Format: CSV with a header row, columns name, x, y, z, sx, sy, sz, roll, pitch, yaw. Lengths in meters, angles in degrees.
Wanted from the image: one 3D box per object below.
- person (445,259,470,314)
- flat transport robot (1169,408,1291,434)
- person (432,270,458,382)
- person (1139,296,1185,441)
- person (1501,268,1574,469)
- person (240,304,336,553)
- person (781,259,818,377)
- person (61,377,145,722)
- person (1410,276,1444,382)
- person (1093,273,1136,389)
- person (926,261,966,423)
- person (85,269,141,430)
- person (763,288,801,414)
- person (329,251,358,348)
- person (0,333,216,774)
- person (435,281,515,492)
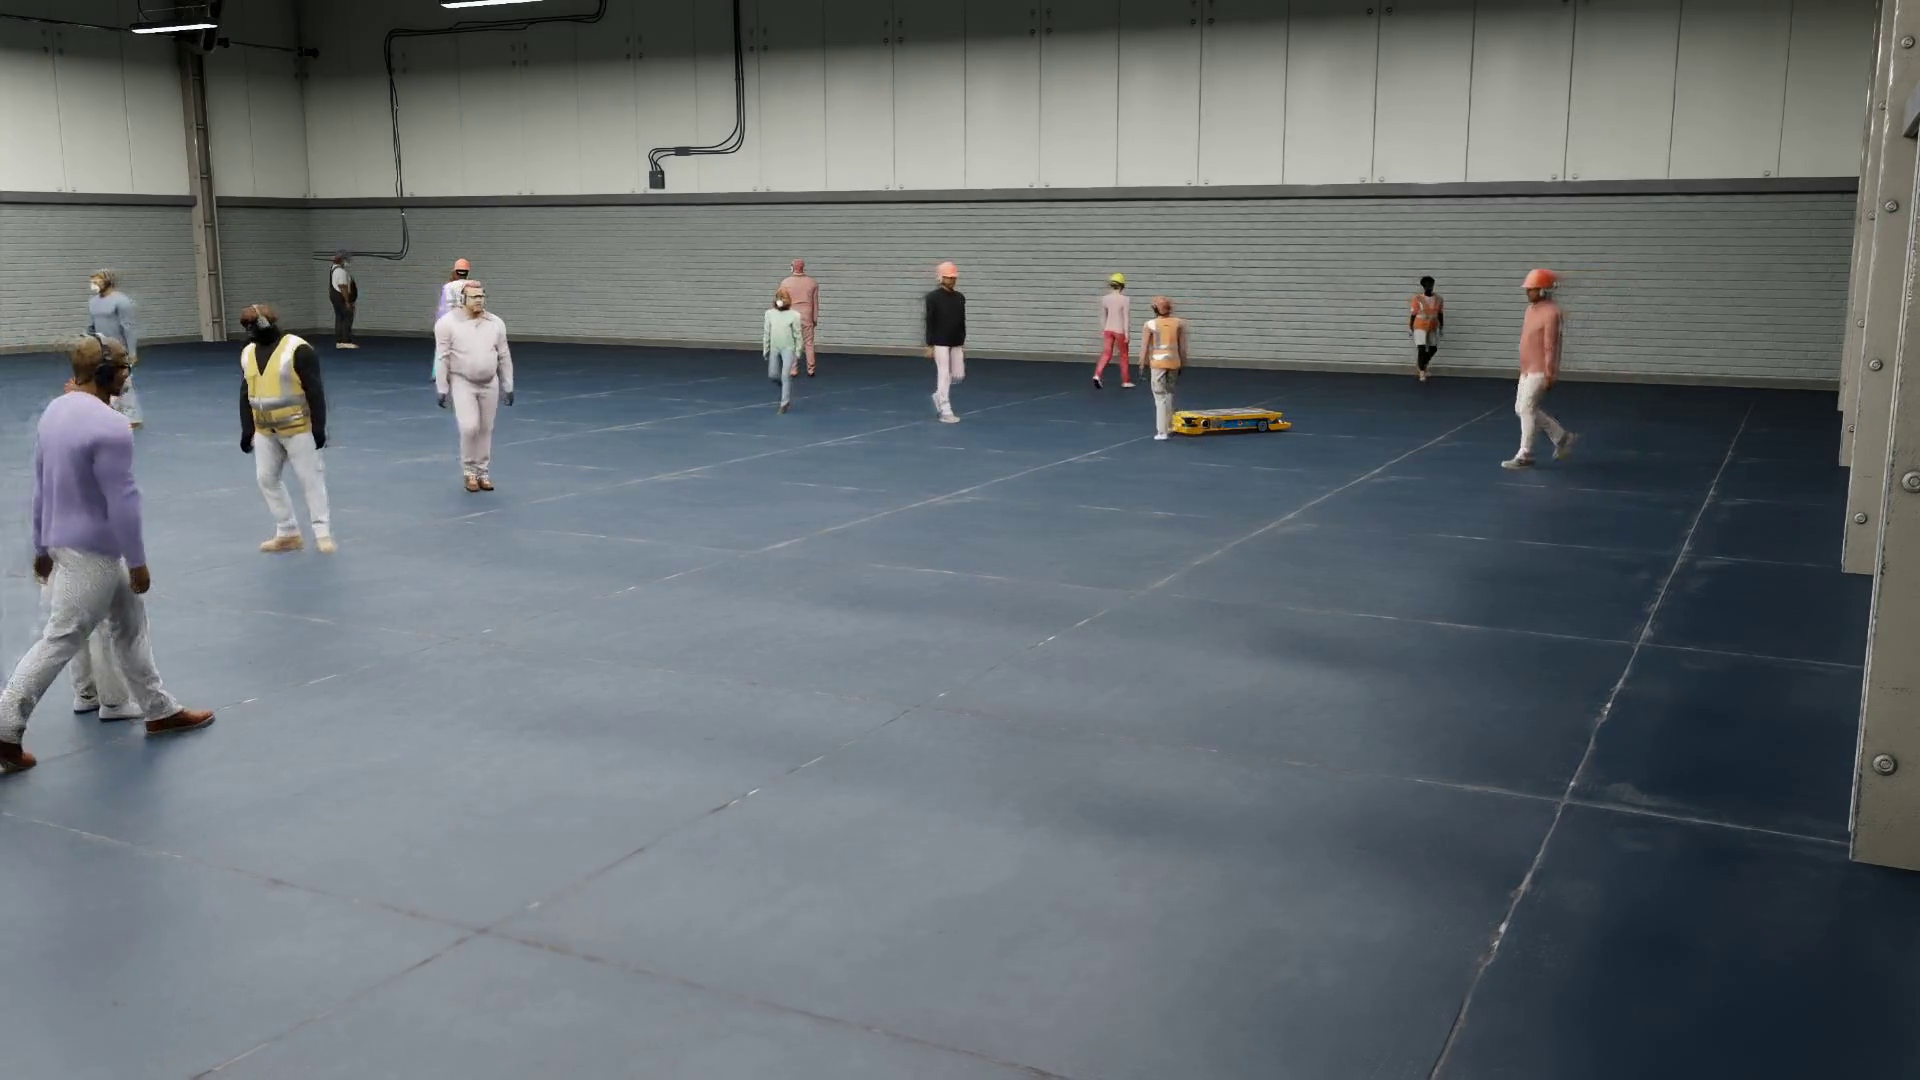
name,x,y,z,sx,sy,sz,roll,pitch,yaw
person,-7.609,-3.340,25.540,0.551,1.935,0.371,-5,11,-24
flat transport robot,3.111,-1.406,19.539,1.431,0.197,0.652,-5,11,-23
person,-7.926,-3.386,26.228,0.585,1.770,1.005,10,14,43
person,2.247,-1.940,18.747,0.536,1.615,0.597,-3,11,-18
person,5.728,-1.678,16.352,0.662,1.976,0.618,0,10,0
person,-4.884,-0.794,12.040,0.686,1.808,0.456,3,11,18
person,-2.617,-3.599,27.035,0.637,1.911,0.403,-4,11,-21
person,-4.106,0.042,7.911,0.520,1.639,0.312,8,13,38
person,7.354,-3.353,26.357,0.552,1.671,0.650,-2,11,-8
person,2.330,-3.133,24.955,0.538,1.743,0.770,9,14,40
person,-0.196,-2.441,20.526,0.619,1.977,0.589,-7,13,-35
person,-9.920,-2.161,19.216,0.650,1.895,0.954,6,12,28
person,-2.289,-2.458,21.578,0.511,1.620,0.528,3,11,17
person,-12.550,-4.926,33.904,0.536,2.000,0.714,-8,13,-36
person,-3.871,0.044,7.258,0.646,1.887,1.050,9,14,41
person,-4.306,-1.366,14.890,0.679,1.888,0.537,-8,13,-38
